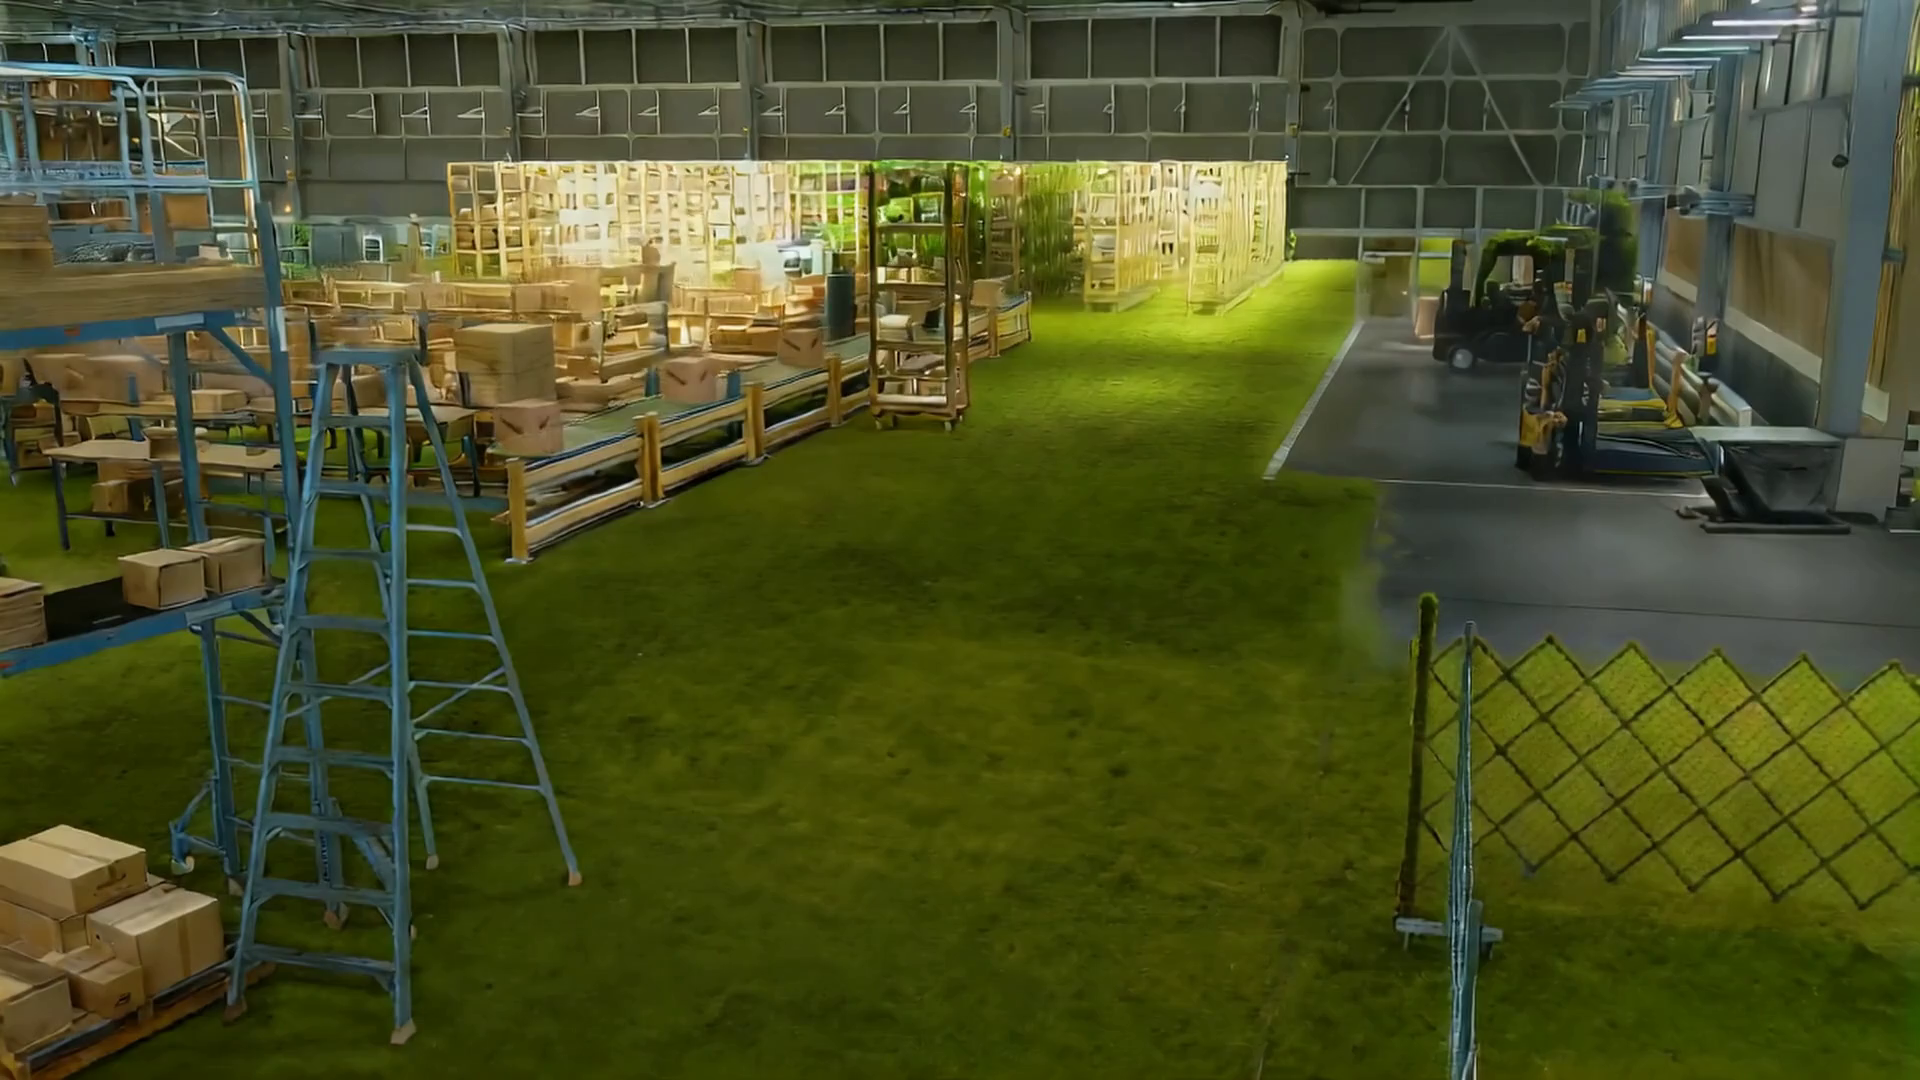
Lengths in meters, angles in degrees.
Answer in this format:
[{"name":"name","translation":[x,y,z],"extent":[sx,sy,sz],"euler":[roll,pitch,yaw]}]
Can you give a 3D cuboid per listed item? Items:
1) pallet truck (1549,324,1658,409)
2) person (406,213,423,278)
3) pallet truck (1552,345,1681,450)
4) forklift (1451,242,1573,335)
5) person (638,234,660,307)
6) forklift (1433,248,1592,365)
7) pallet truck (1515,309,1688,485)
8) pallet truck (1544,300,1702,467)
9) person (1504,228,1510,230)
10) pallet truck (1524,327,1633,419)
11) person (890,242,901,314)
[{"name":"pallet truck","translation":[9.824,-2.669,25.407],"extent":[1.601,1.201,0.680],"euler":[4,14,16]},{"name":"person","translation":[-17.015,-9.163,51.782],"extent":[0.378,1.996,0.611],"euler":[-7,15,-27]},{"name":"pallet truck","translation":[8.641,-1.896,21.908],"extent":[1.630,1.274,0.653],"euler":[4,14,16]},{"name":"forklift","translation":[10.464,-4.597,31.405],"extent":[2.680,1.987,1.157],"euler":[4,14,16]},{"name":"person","translation":[-7.648,-6.669,41.318],"extent":[1.023,1.855,0.663],"euler":[7,15,29]},{"name":"forklift","translation":[9.780,-4.111,29.280],"extent":[2.680,1.987,1.157],"euler":[3,13,14]},{"name":"pallet truck","translation":[7.554,-1.677,19.446],"extent":[1.885,1.965,0.823],"euler":[3,13,14]},{"name":"pallet truck","translation":[8.263,-1.952,20.631],"extent":[1.885,1.965,0.823],"euler":[5,14,20]},{"name":"person","translation":[14.781,-7.500,44.962],"extent":[0.659,1.828,0.451],"euler":[6,14,23]},{"name":"pallet truck","translation":[9.065,-2.460,24.370],"extent":[1.522,1.261,0.704],"euler":[3,13,14]},{"name":"person","translation":[-1.542,-5.915,38.152],"extent":[0.615,1.806,0.620],"euler":[2,13,8]}]
